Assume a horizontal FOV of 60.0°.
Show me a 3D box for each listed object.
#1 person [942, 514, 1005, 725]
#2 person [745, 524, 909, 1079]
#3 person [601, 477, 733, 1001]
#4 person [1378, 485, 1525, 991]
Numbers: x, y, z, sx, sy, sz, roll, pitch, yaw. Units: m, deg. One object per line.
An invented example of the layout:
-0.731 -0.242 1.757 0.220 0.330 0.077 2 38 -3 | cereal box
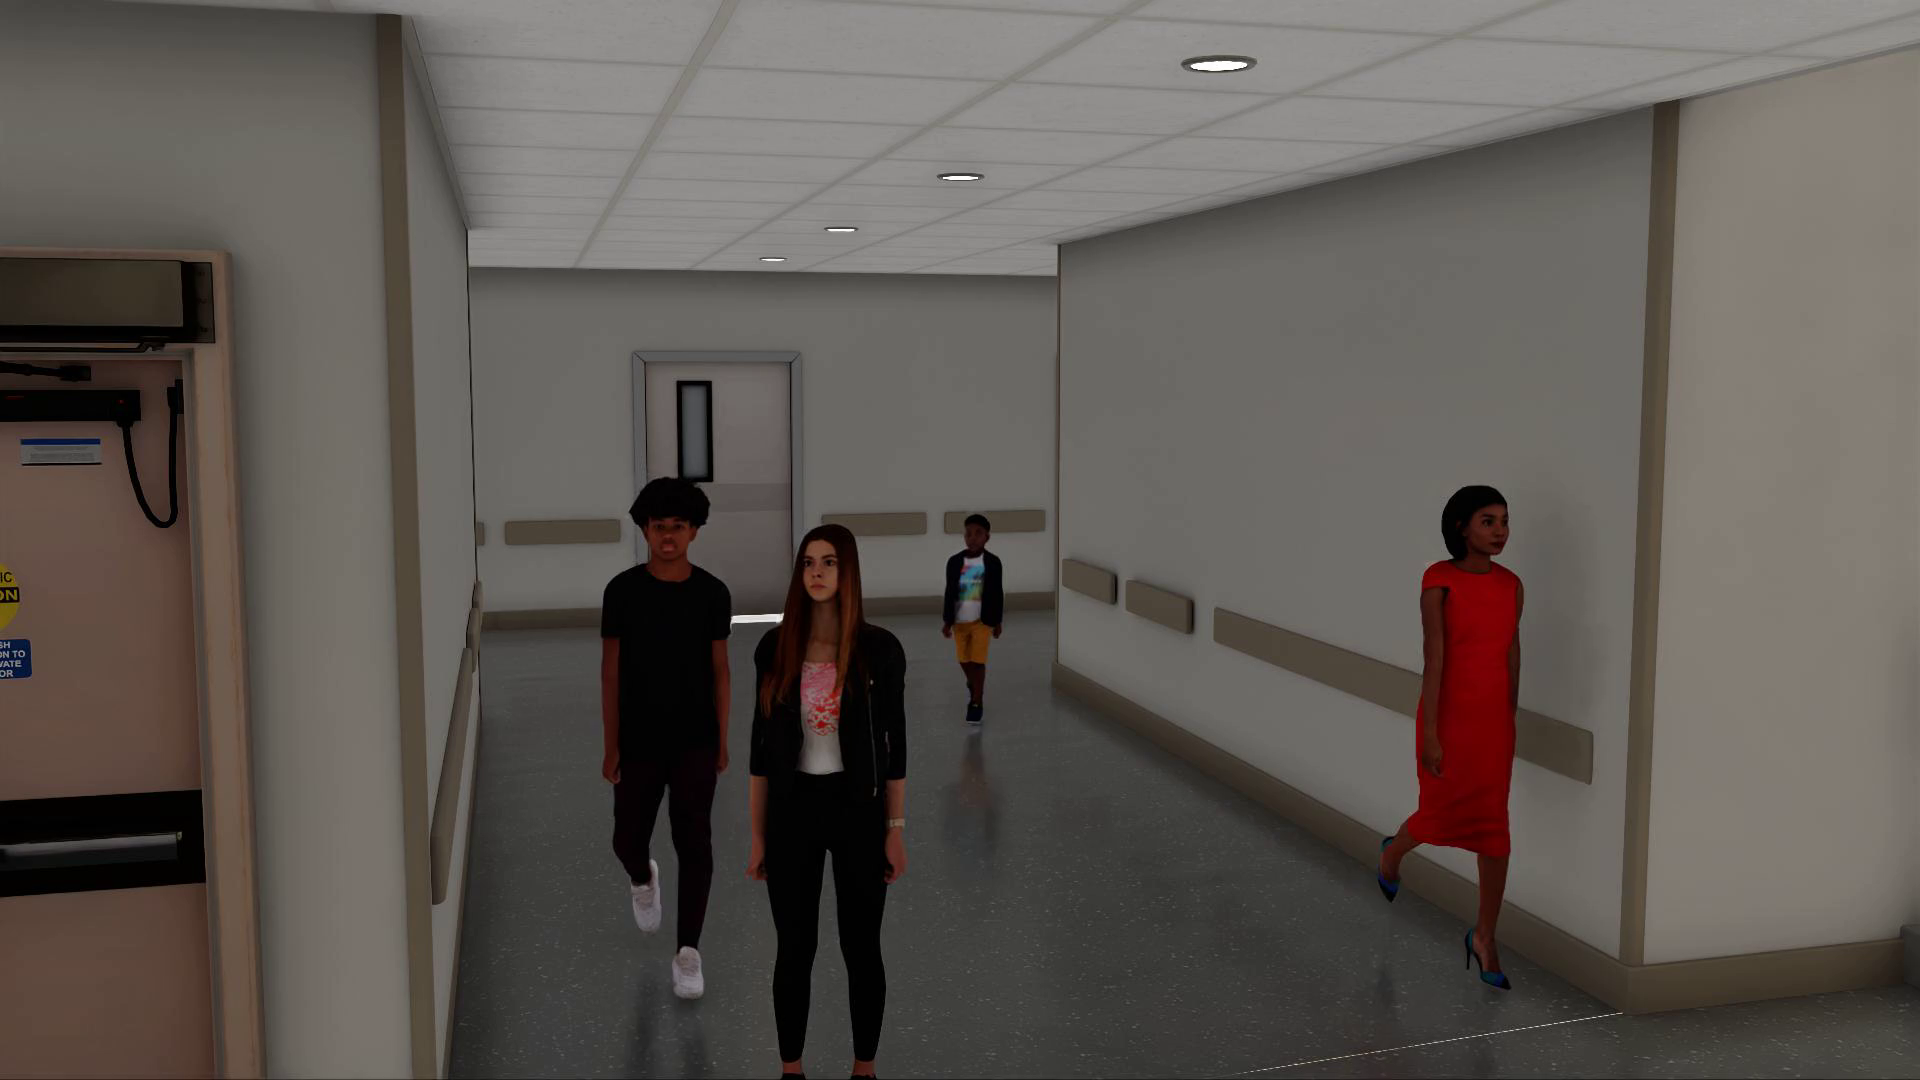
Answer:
0.086 0.473 10.308 0.881 1.250 0.803 1 6 10 | person
-0.368 0.802 4.731 0.595 1.713 0.733 1 6 8 | person
-1.048 0.662 5.884 1.010 1.760 0.725 -1 6 -9 | person
1.741 0.678 5.931 0.898 1.719 0.630 -2 6 -15 | person
